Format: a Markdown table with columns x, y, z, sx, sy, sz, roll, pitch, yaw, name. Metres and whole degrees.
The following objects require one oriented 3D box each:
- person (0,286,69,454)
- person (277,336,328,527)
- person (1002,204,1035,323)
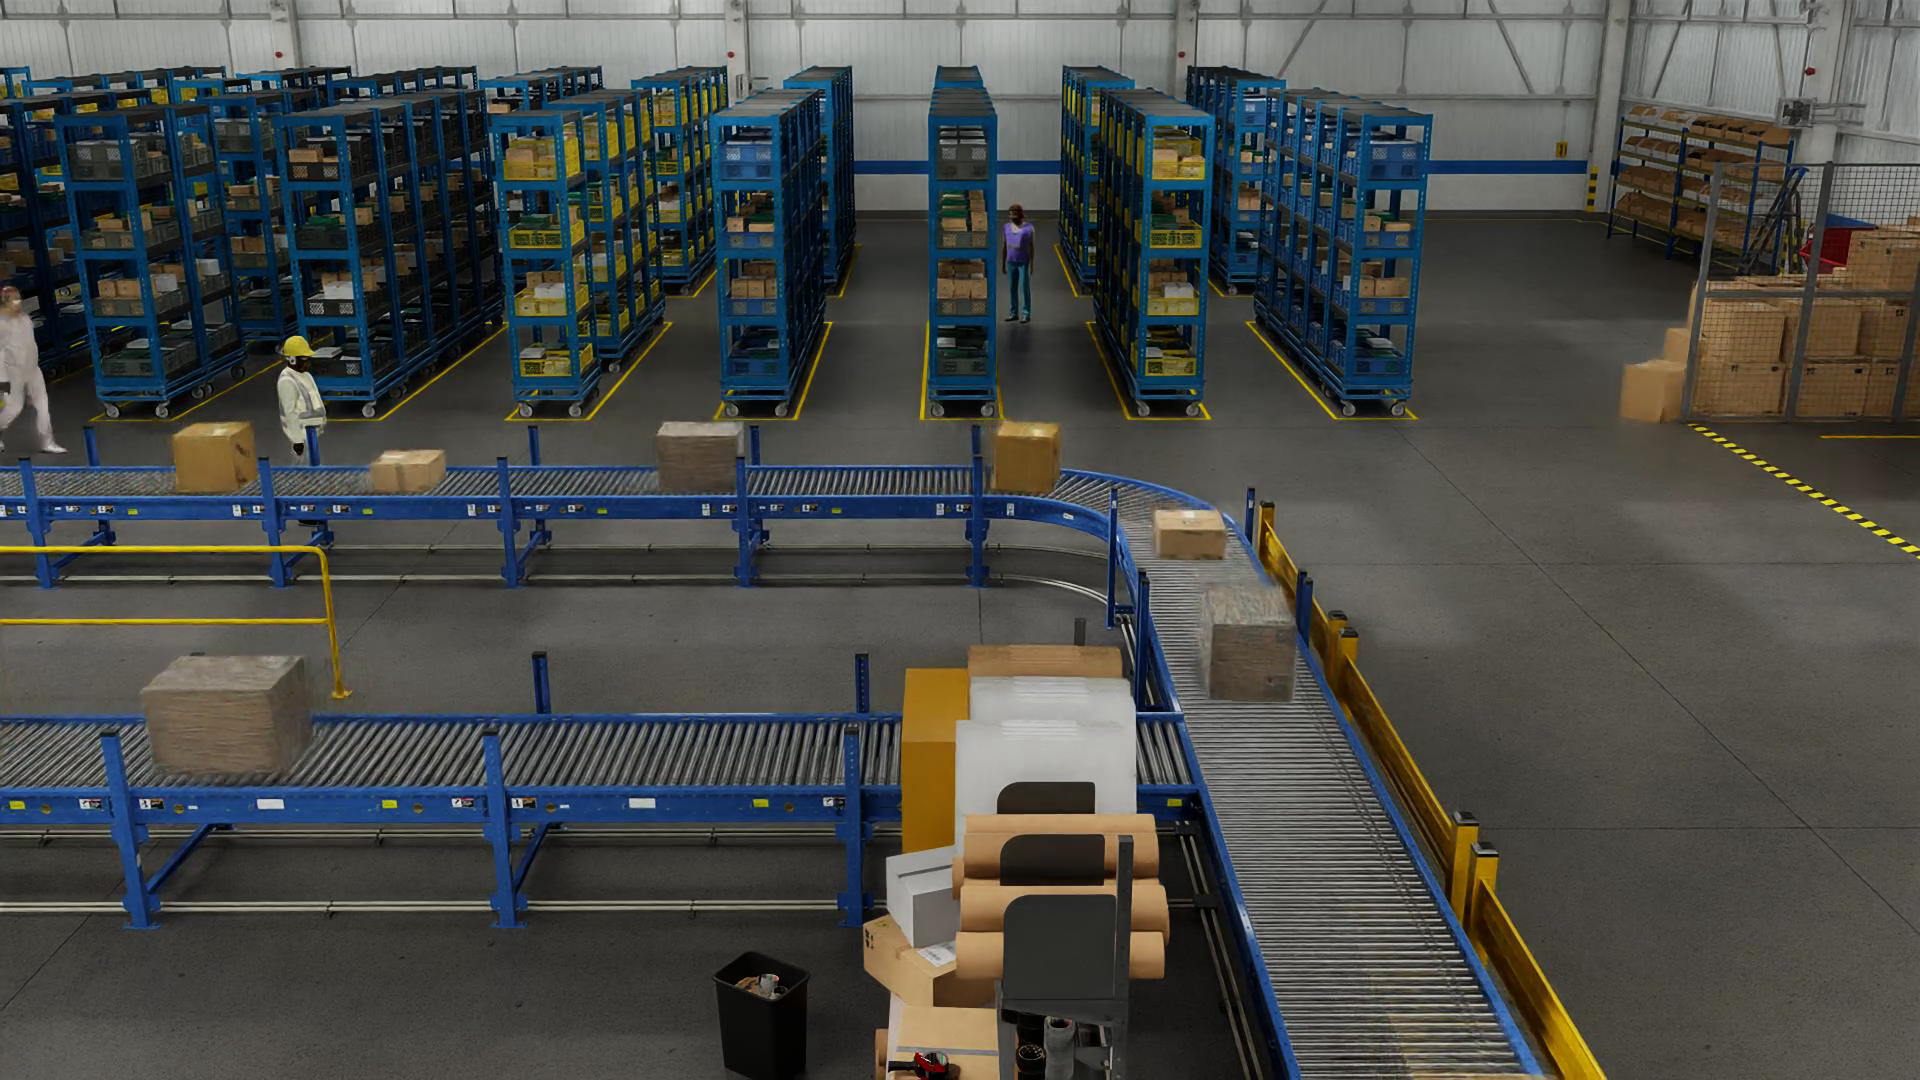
| x | y | z | sx | sy | sz | roll | pitch | yaw | name |
| --- | --- | --- | --- | --- | --- | --- | --- | --- | --- |
| -10.394 | -1.858 | 18.304 | 0.793 | 1.883 | 0.650 | 4 | 18 | 12 | person |
| -6.255 | -1.045 | 15.892 | 0.403 | 1.830 | 0.600 | -2 | 18 | -6 | person |
| 0.911 | -4.319 | 25.987 | 0.571 | 1.831 | 0.411 | 10 | 21 | 29 | person |
